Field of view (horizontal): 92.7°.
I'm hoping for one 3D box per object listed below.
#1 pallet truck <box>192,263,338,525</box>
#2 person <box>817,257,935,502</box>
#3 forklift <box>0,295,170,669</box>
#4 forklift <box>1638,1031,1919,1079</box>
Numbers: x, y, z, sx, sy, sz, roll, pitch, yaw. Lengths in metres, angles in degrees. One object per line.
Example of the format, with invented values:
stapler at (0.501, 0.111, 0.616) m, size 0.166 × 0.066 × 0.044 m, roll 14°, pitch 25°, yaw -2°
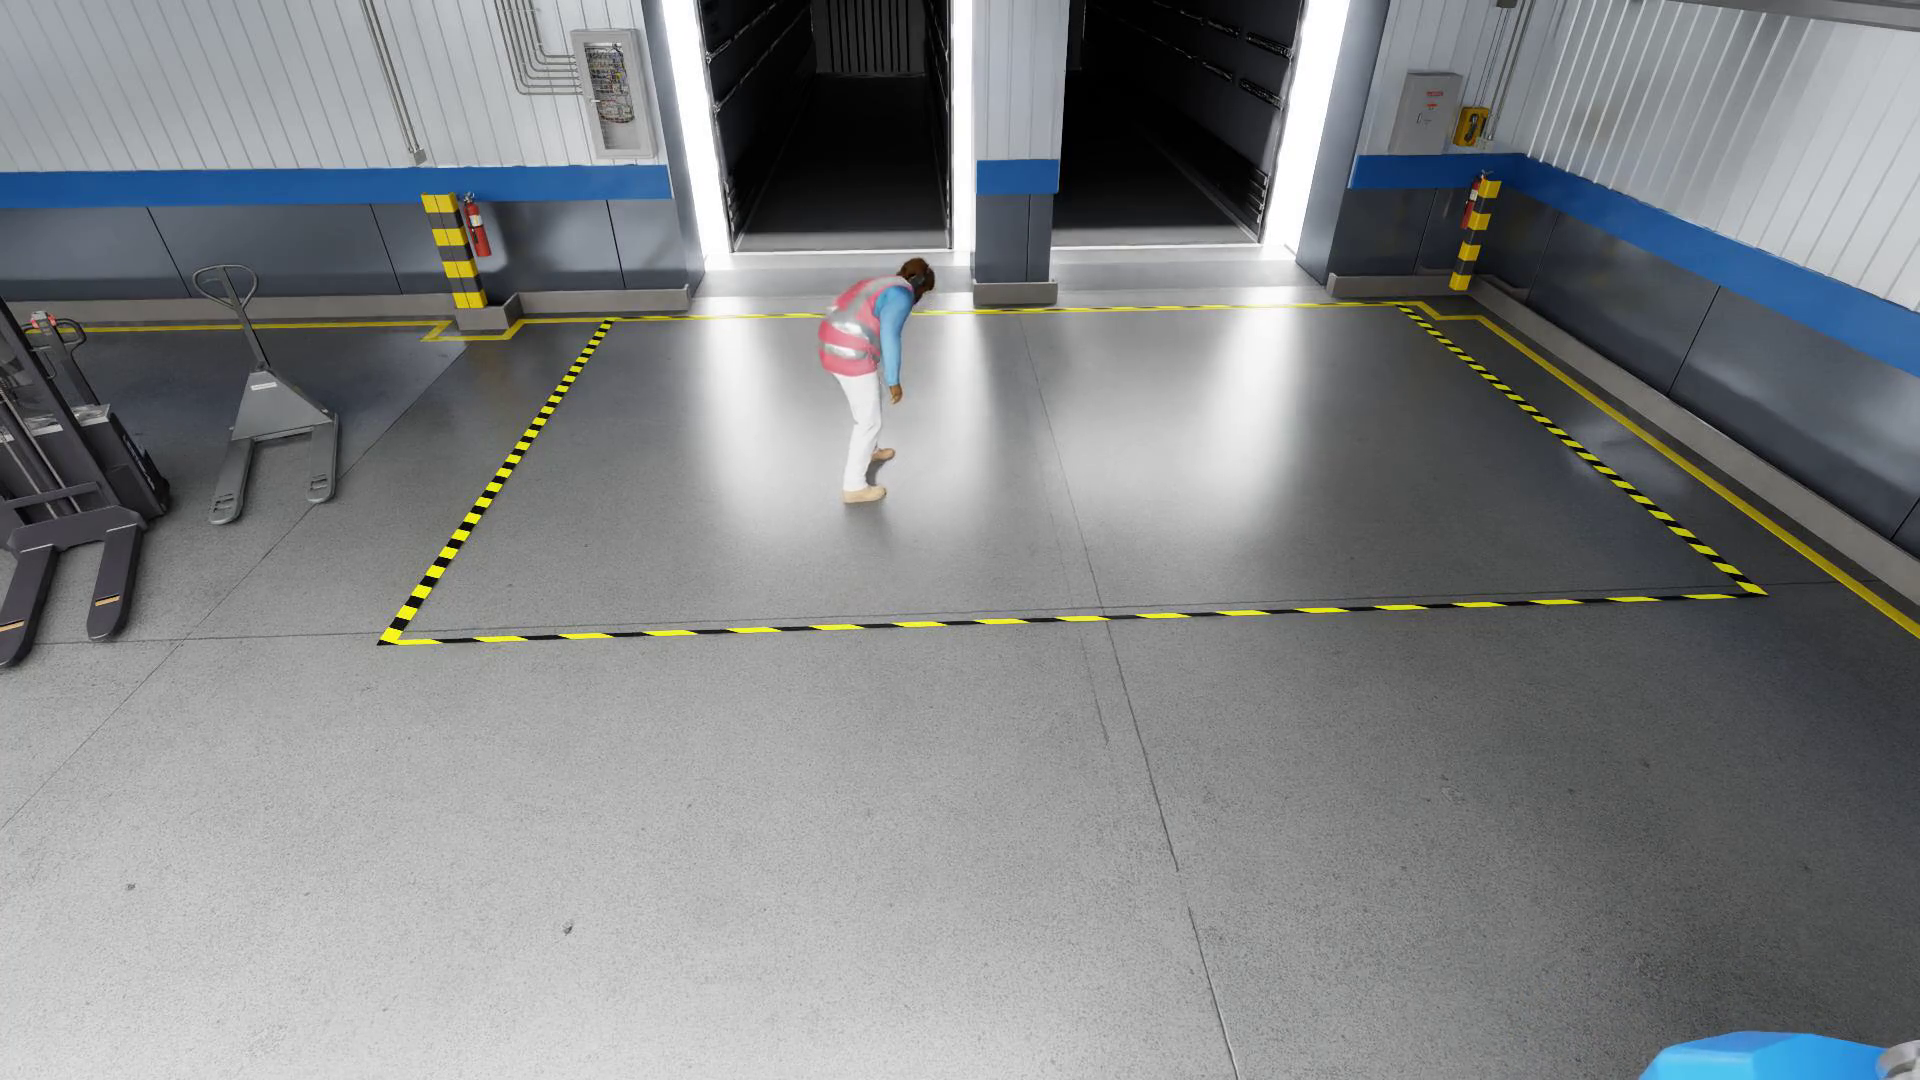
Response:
pallet truck at (-4.778, -1.027, 6.128) m, size 0.680 × 1.201 × 1.601 m, roll -17°, pitch 38°, yaw -23°
person at (-0.498, -1.067, 6.051) m, size 0.870 × 1.421 × 0.862 m, roll -15°, pitch 38°, yaw -20°
forklift at (-5.212, -0.618, 4.878) m, size 0.823 × 1.965 × 1.885 m, roll -20°, pitch 39°, yaw -26°
forklift at (2.856, 1.540, 1.466) m, size 2.680 × 2.036 × 1.157 m, roll 11°, pitch 36°, yaw 16°
